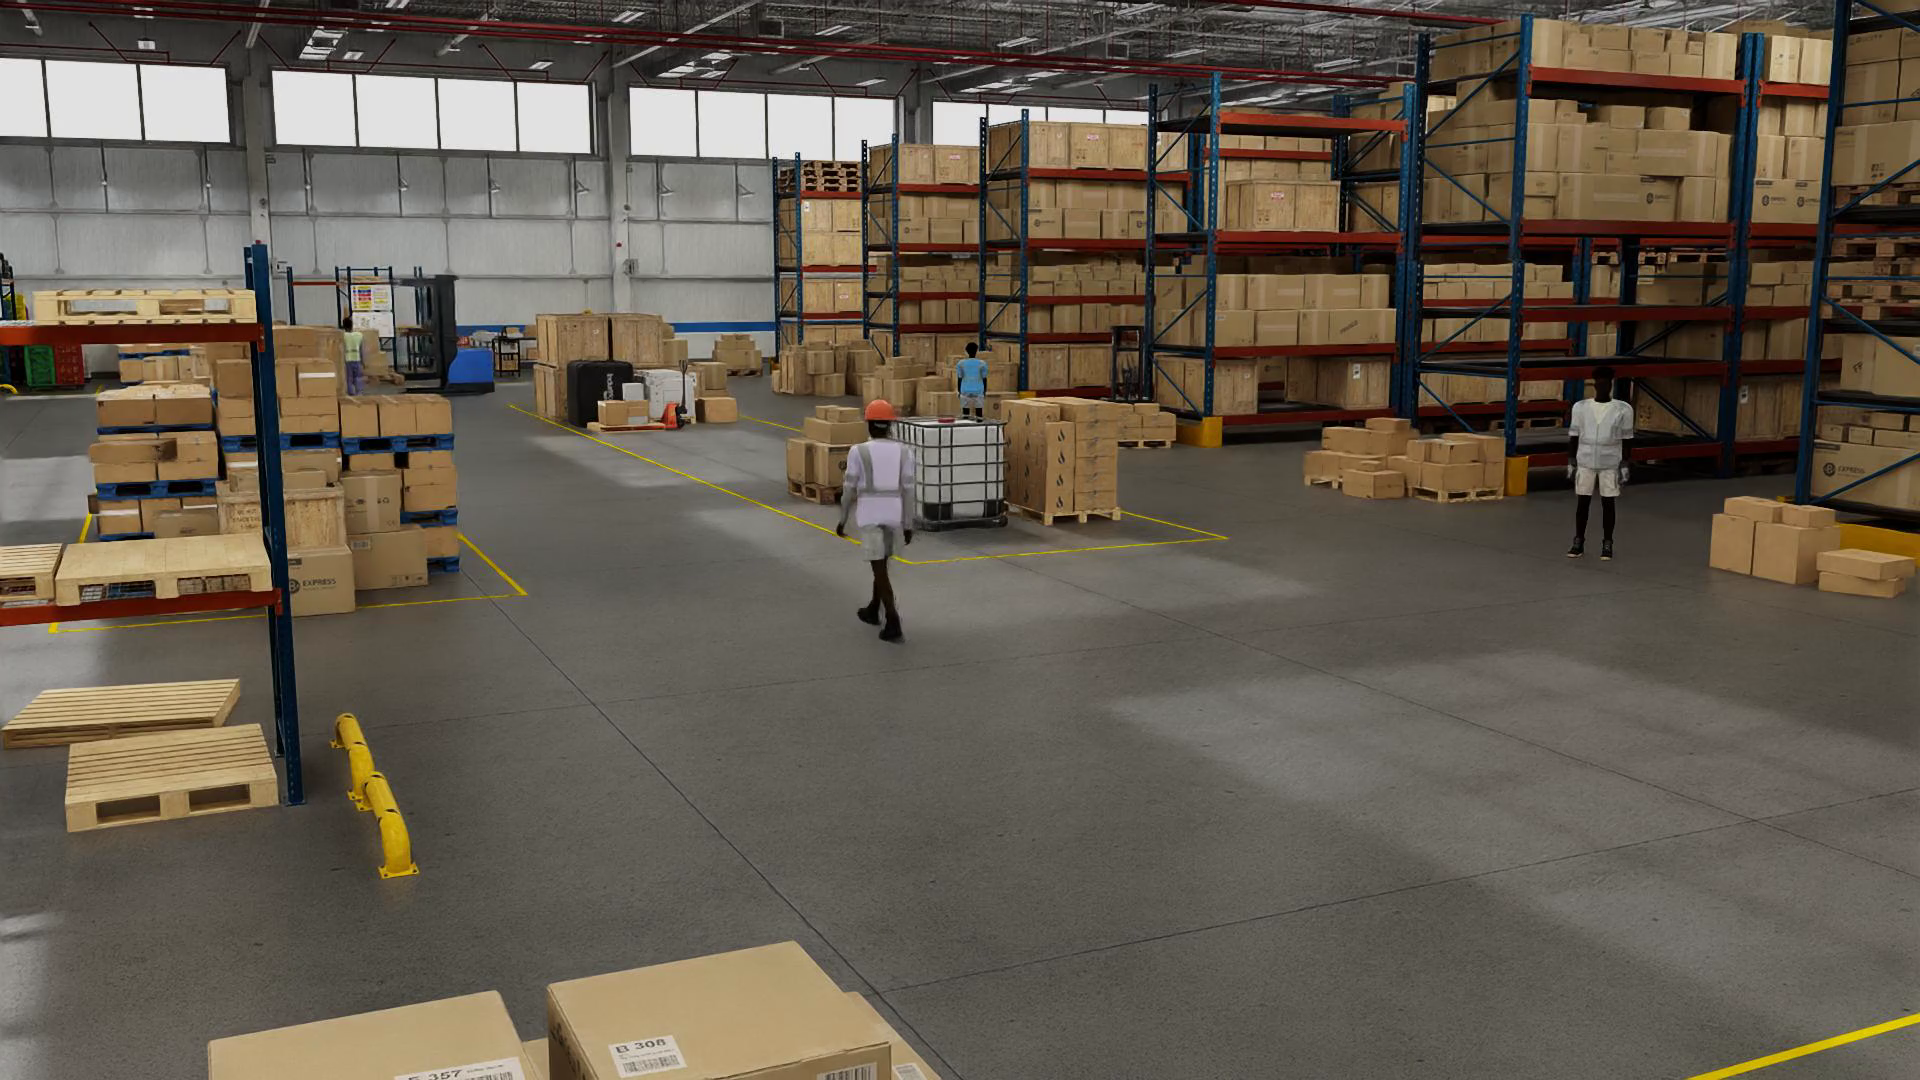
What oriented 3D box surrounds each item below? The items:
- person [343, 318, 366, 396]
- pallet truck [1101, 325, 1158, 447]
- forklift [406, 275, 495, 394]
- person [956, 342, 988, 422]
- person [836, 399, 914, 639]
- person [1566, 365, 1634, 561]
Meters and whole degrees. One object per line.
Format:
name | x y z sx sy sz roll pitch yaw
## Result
person | -13.273 -3.886 36.220 0.630 1.902 0.458 -8 12 -42
pallet truck | 2.881 -2.596 27.923 0.823 1.965 1.885 -1 9 -7
forklift | -11.984 -4.812 38.944 1.873 2.768 1.129 -4 10 -25
person | 0.207 -2.531 28.438 0.540 1.698 0.317 0 9 -2
person | -0.638 -0.174 13.275 0.560 1.891 1.007 -5 11 -30
person | 6.427 -0.772 16.709 0.645 1.963 0.362 5 11 30
